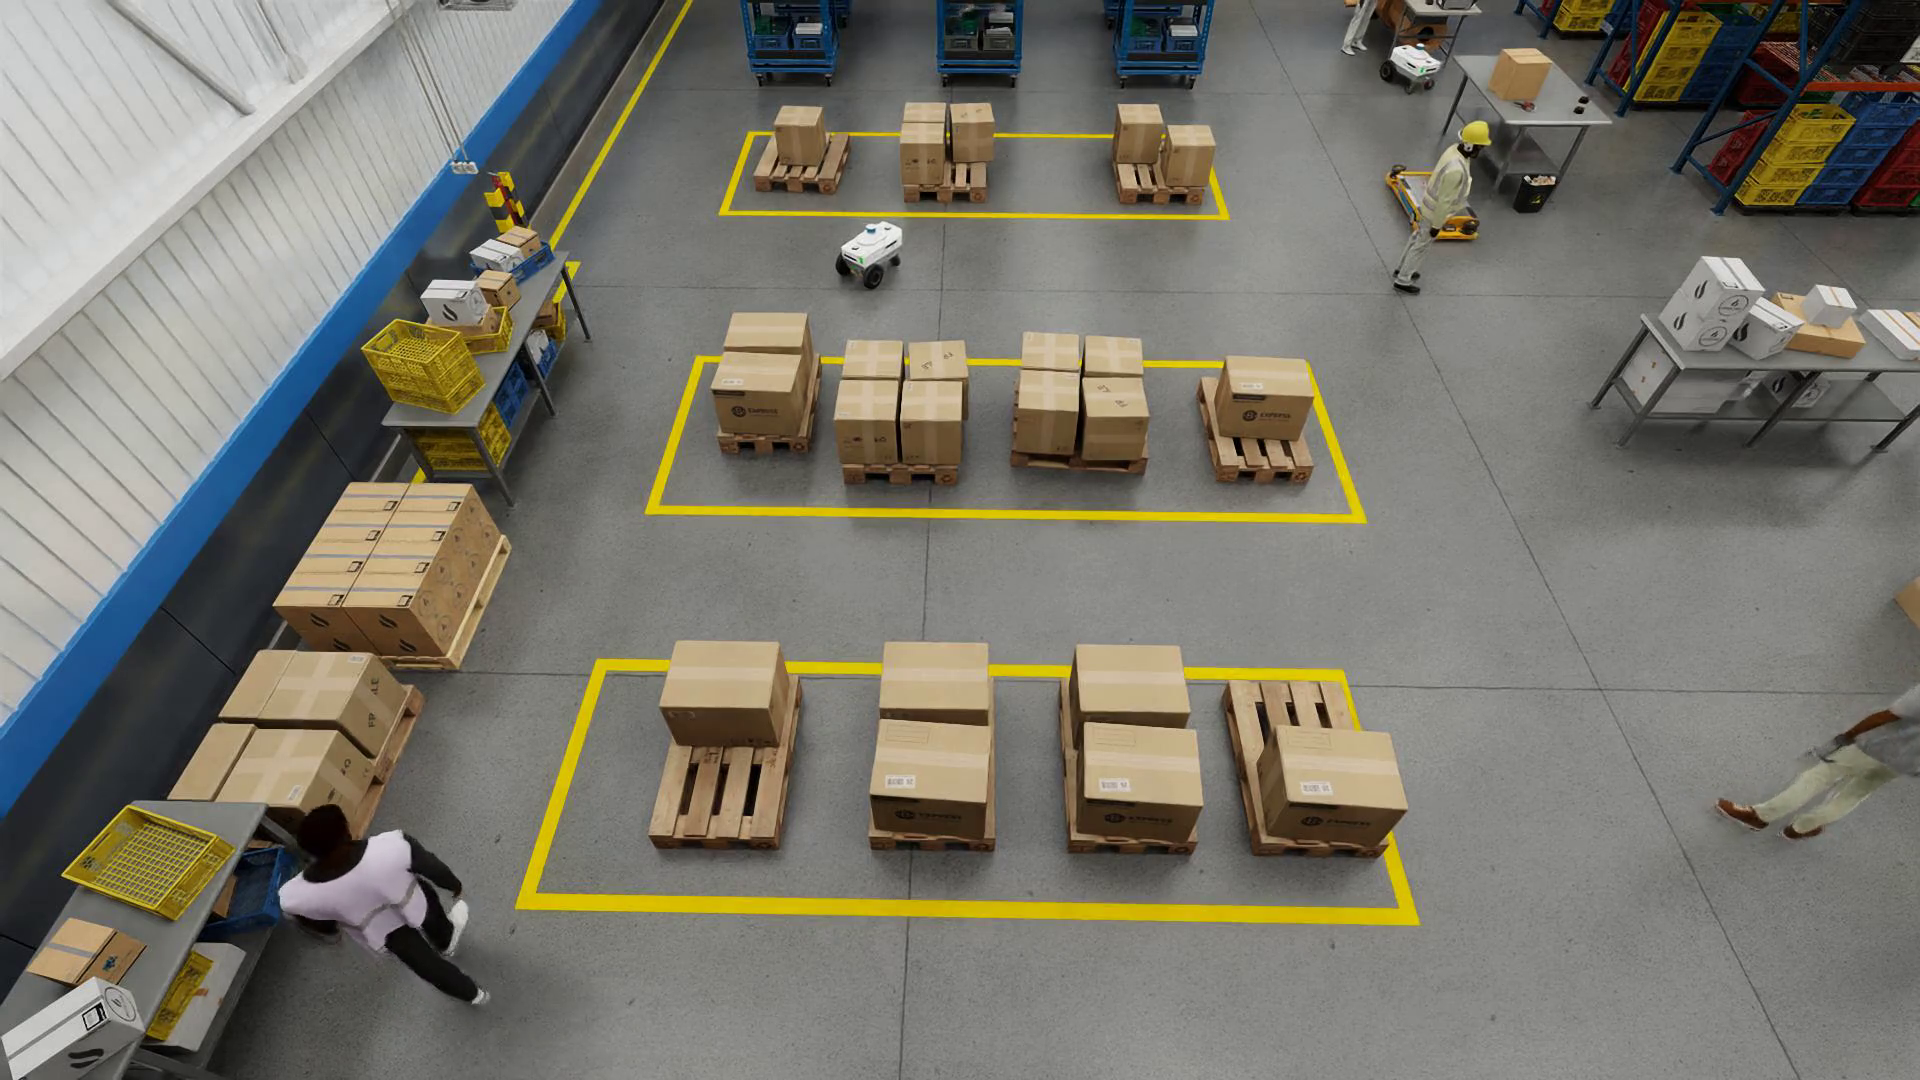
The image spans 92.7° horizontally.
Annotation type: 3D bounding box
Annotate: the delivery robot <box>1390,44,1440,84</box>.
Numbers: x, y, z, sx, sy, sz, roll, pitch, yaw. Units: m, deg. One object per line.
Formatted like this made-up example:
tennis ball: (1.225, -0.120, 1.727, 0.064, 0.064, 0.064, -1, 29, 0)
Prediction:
delivery robot: (6.568, -6.899, 13.240, 0.477, 0.478, 0.707, -16, 51, -14)

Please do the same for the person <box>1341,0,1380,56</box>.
person: (6.127, -8.136, 13.663, 0.514, 1.631, 0.312, -29, 55, -23)

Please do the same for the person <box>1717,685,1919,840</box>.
person: (5.385, 1.243, 5.420, 0.704, 1.832, 0.374, 20, 52, 16)

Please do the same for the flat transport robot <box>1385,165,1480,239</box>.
flat transport robot: (5.692, -4.094, 11.059, 0.652, 0.197, 1.431, 1, 49, 1)

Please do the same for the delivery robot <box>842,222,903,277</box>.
delivery robot: (-0.957, -3.224, 10.060, 0.477, 0.478, 0.707, 32, 56, 25)

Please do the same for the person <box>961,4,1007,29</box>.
person: (0.409, -8.659, 13.917, 1.007, 1.955, 0.622, -3, 49, -2)

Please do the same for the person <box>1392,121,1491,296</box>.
person: (4.941, -3.403, 9.442, 0.403, 1.826, 0.595, 15, 51, 13)

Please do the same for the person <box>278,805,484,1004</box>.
person: (-2.982, 1.929, 4.794, 0.670, 1.881, 0.673, -31, 56, -24)
